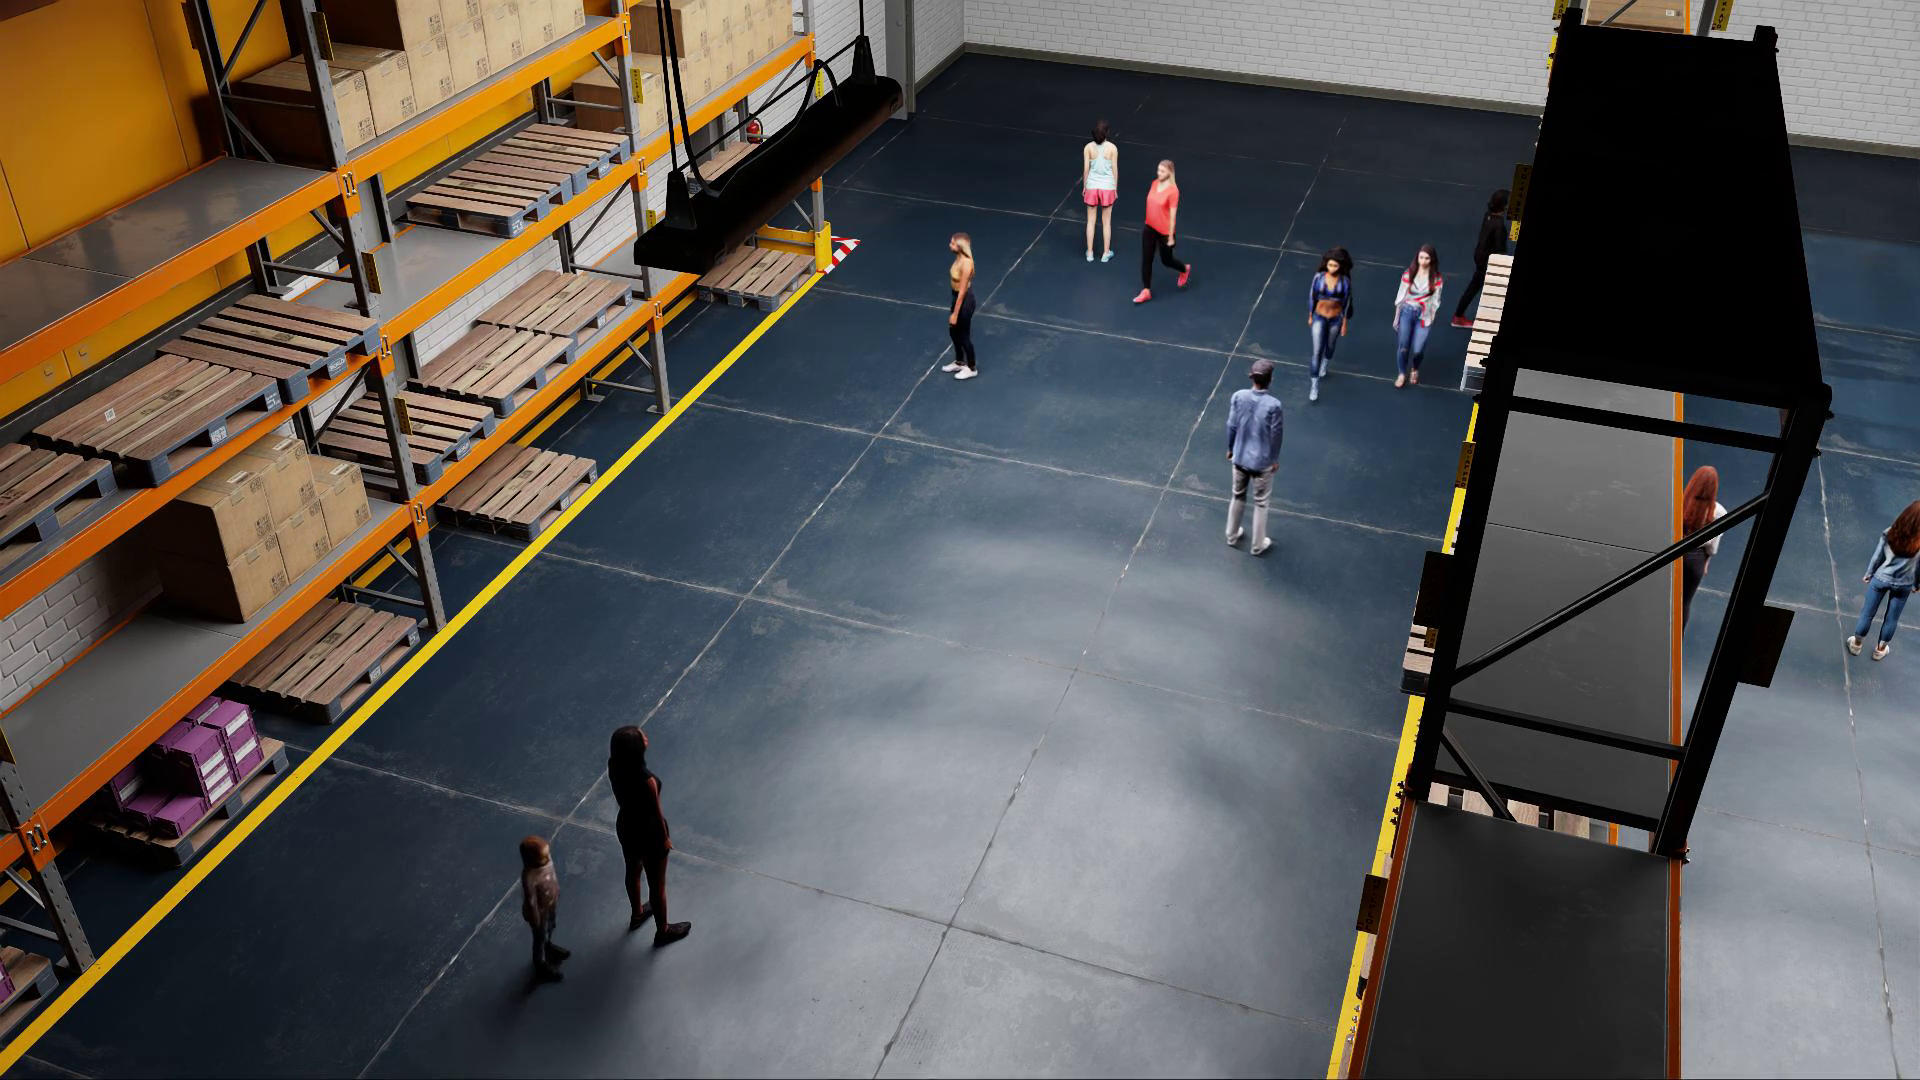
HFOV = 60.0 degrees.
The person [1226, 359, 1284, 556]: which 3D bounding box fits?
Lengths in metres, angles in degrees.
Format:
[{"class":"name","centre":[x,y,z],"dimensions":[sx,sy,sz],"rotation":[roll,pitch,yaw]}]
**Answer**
[{"class":"person","centre":[2.593,-0.735,14.685],"dimensions":[0.709,1.885,0.668],"rotation":[22,39,29]}]

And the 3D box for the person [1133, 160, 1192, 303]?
[{"class":"person","centre":[2.365,-3.558,19.124],"dimensions":[1.123,1.671,0.934],"rotation":[-24,40,-31]}]

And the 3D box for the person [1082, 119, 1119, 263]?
[{"class":"person","centre":[1.687,-4.210,20.021],"dimensions":[0.620,1.764,0.618],"rotation":[7,34,10]}]

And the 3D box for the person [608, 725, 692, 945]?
[{"class":"person","centre":[-2.074,1.900,10.850],"dimensions":[0.659,1.740,0.626],"rotation":[26,41,33]}]

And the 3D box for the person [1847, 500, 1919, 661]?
[{"class":"person","centre":[7.552,0.322,13.462],"dimensions":[0.597,1.477,0.541],"rotation":[17,37,23]}]

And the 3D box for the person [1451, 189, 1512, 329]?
[{"class":"person","centre":[5.751,-3.090,18.440],"dimensions":[0.814,1.649,0.921],"rotation":[1,34,2]}]

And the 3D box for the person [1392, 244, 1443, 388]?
[{"class":"person","centre":[4.767,-2.360,17.385],"dimensions":[0.605,1.601,0.597],"rotation":[14,36,19]}]

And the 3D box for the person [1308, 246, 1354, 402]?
[{"class":"person","centre":[3.843,-2.302,17.315],"dimensions":[0.670,1.583,1.032],"rotation":[9,35,14]}]

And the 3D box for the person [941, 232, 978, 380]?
[{"class":"person","centre":[0.059,-2.463,17.520],"dimensions":[0.753,1.623,0.672],"rotation":[-7,34,-11]}]

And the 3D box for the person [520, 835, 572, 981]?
[{"class":"person","centre":[-2.701,2.335,10.695],"dimensions":[0.556,1.187,0.449],"rotation":[8,34,12]}]
